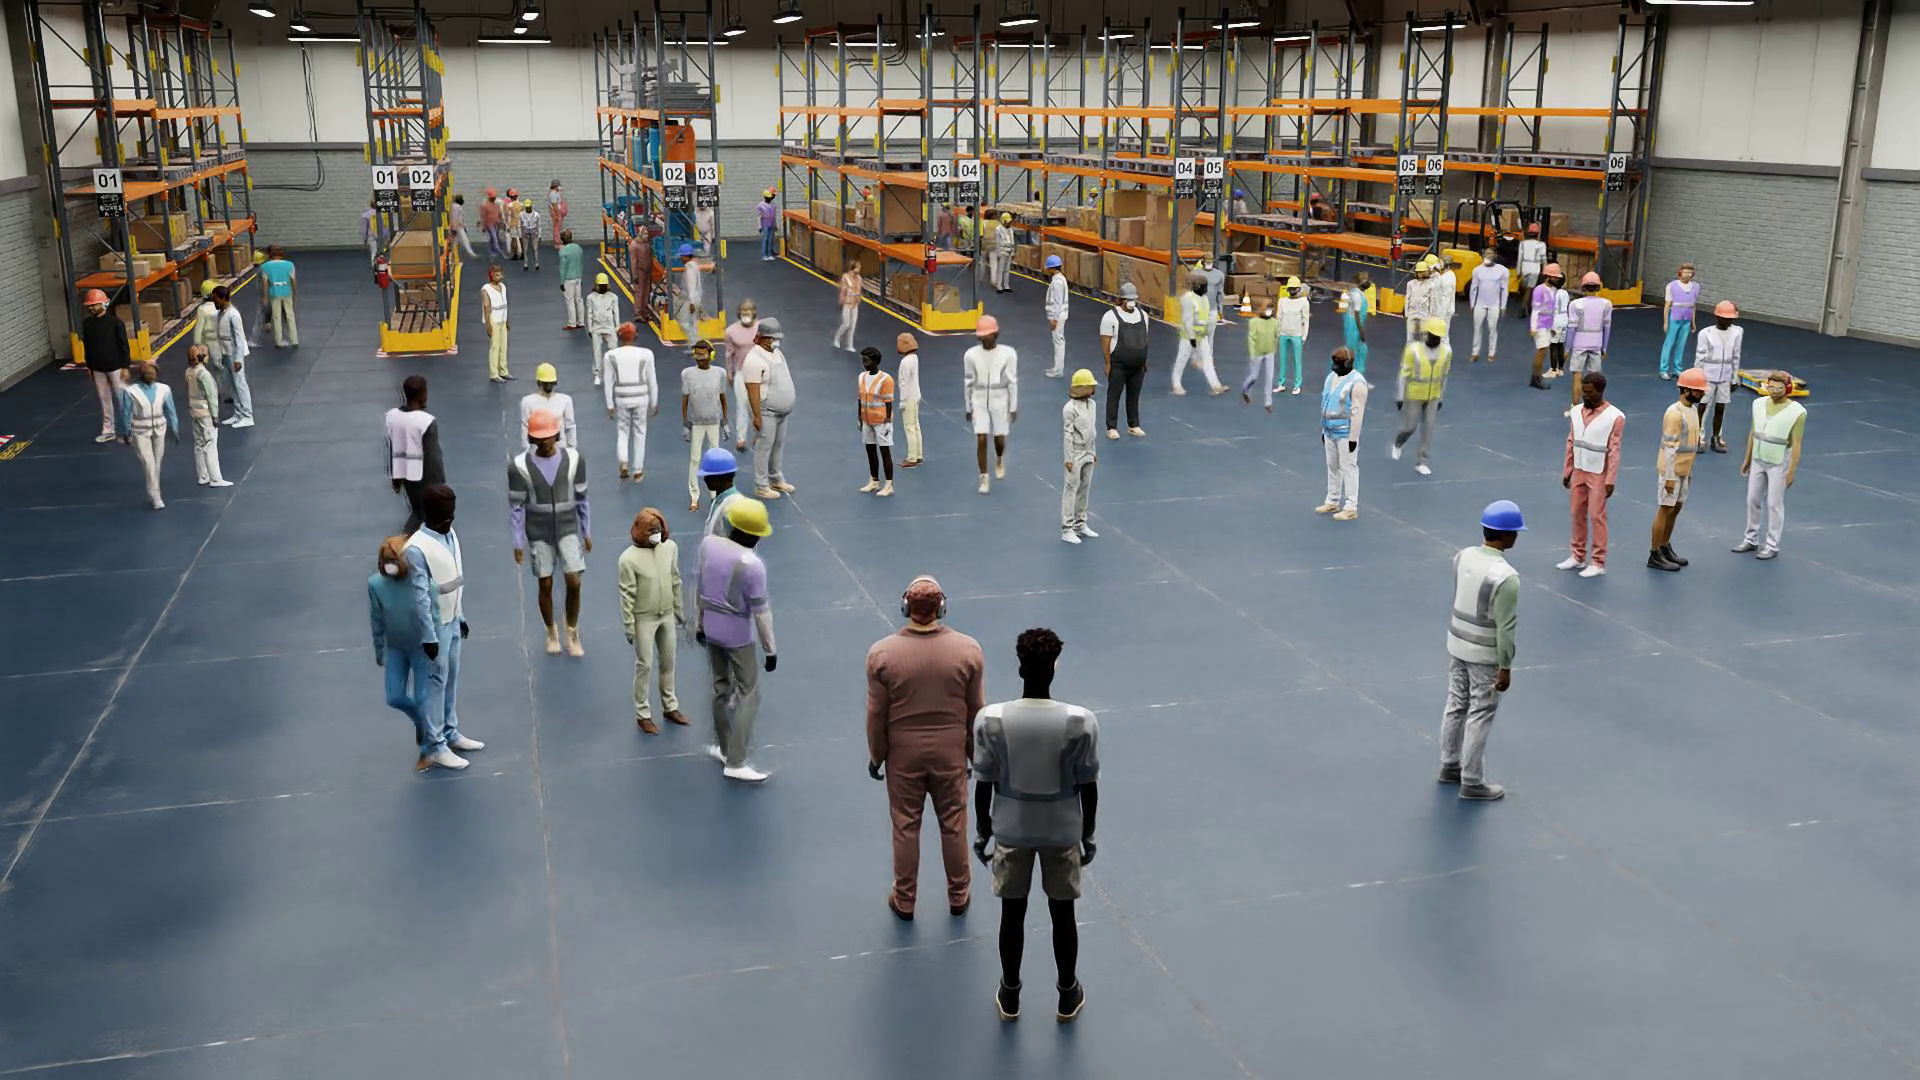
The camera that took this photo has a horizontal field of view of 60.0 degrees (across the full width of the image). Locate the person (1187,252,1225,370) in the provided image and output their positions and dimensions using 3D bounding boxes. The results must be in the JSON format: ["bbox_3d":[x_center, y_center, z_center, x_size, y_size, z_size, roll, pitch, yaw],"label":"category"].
[{"bbox_3d":[4.025,-3.761,27.292,0.627,1.936,0.371,-2,15,-7],"label":"person"}]

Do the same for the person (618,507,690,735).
[{"bbox_3d":[-2.148,0.556,11.645,0.284,1.624,0.508,13,19,40],"label":"person"}]

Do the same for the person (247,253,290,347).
[{"bbox_3d":[-12.418,-4.263,29.648,0.491,1.689,0.855,9,18,32],"label":"person"}]

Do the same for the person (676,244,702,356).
[{"bbox_3d":[-4.694,-4.139,28.710,0.478,1.929,0.650,-2,15,-7],"label":"person"}]

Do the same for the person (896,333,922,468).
[{"bbox_3d":[-0.618,-1.688,20.088,0.283,1.624,0.494,3,15,11],"label":"person"}]

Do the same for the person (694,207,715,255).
[{"bbox_3d":[-6.588,-7.833,42.693,0.663,1.890,0.582,0,15,2],"label":"person"}]

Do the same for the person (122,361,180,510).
[{"bbox_3d":[-8.711,-1.124,17.988,0.802,1.596,0.535,13,19,39],"label":"person"}]

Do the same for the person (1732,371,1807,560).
[{"bbox_3d":[7.862,-0.733,16.092,0.402,1.833,0.575,-7,16,-24],"label":"person"}]

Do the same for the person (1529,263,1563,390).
[{"bbox_3d":[8.971,-3.268,25.455,0.578,1.920,0.418,-13,20,-41],"label":"person"}]

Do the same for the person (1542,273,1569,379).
[{"bbox_3d":[9.489,-3.416,26.468,0.321,1.690,0.533,13,20,41],"label":"person"}]

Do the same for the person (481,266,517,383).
[{"bbox_3d":[-7.275,-3.383,26.078,0.404,1.831,0.573,4,15,15],"label":"person"}]

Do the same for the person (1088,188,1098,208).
[{"bbox_3d":[4.019,-9.776,50.319,0.342,1.735,0.482,4,15,14],"label":"person"}]

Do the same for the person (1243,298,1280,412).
[{"bbox_3d":[4.298,-2.661,23.771,0.500,1.610,0.651,-4,15,-13],"label":"person"}]

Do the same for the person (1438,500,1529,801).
[{"bbox_3d":[3.325,0.696,10.528,0.428,1.940,0.600,-4,15,-15],"label":"person"}]

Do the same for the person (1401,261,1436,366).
[{"bbox_3d":[7.608,-3.741,27.587,0.487,1.744,0.296,7,17,25],"label":"person"}]

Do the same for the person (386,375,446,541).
[{"bbox_3d":[-5.011,-0.577,15.370,0.619,1.900,0.464,8,17,28],"label":"person"}]

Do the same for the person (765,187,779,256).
[{"bbox_3d":[-5.316,-8.975,46.923,0.388,1.930,0.547,5,16,19],"label":"person"}]

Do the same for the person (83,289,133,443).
[{"bbox_3d":[-10.997,-2.234,21.430,0.621,1.992,0.397,3,15,12],"label":"person"}]

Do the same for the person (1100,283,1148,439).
[{"bbox_3d":[2.201,-2.347,21.770,0.688,2.000,0.539,-7,16,-25],"label":"person"}]

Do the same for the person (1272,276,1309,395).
[{"bbox_3d":[4.986,-3.082,25.056,0.532,1.772,0.300,10,18,33],"label":"person"}]

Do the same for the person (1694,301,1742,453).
[{"bbox_3d":[9.467,-2.030,20.800,0.559,1.928,0.400,0,15,-1],"label":"person"}]

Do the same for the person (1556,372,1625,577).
[{"bbox_3d":[5.900,-0.624,15.546,0.398,1.908,0.598,-8,17,-26],"label":"person"}]

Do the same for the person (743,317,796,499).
[{"bbox_3d":[-2.098,-1.484,18.523,0.536,2.000,0.686,5,16,19],"label":"person"}]

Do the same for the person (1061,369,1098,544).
[{"bbox_3d":[1.225,-0.847,16.692,0.301,1.743,0.493,12,19,37],"label":"person"}]

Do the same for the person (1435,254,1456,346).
[{"bbox_3d":[7.788,-3.642,26.835,0.369,1.940,0.631,4,15,16],"label":"person"}]

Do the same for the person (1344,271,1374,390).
[{"bbox_3d":[6.079,-3.208,25.463,0.595,1.800,0.547,9,17,30],"label":"person"}]

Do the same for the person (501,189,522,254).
[{"bbox_3d":[-12.811,-9.097,47.555,0.627,1.840,0.429,-1,15,-2],"label":"person"}]

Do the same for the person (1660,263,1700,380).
[{"bbox_3d":[11.378,-3.455,26.319,0.565,1.841,0.387,-3,15,-12],"label":"person"}]

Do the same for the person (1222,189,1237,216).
[{"bbox_3d":[7.521,-8.780,46.161,0.603,1.944,0.391,8,17,28],"label":"person"}]

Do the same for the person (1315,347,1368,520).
[{"bbox_3d":[4.031,-1.132,17.612,0.430,1.833,0.622,-6,16,-21],"label":"person"}]

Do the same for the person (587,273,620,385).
[{"bbox_3d":[-5.542,-3.283,25.881,0.486,1.737,0.320,-3,15,-11],"label":"person"}]

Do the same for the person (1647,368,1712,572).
[{"bbox_3d":[6.780,-0.661,15.654,0.390,1.929,0.540,14,20,43],"label":"person"}]

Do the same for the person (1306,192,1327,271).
[{"bbox_3d":[9.171,-7.959,42.948,0.615,2.019,0.922,-6,16,-20],"label":"person"}]

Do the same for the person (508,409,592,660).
[{"bbox_3d":[-3.203,-0.027,13.079,0.637,2.017,0.711,-5,16,-20],"label":"person"}]

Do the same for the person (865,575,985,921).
[{"bbox_3d":[-0.190,1.122,8.973,0.642,1.909,0.399,-2,15,-7],"label":"person"}]

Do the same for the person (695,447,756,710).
[{"bbox_3d":[-1.689,0.273,12.117,0.422,1.937,0.612,-4,15,-14],"label":"person"}]

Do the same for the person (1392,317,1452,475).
[{"bbox_3d":[5.500,-1.749,19.815,0.600,1.892,0.703,-2,15,-9],"label":"person"}]

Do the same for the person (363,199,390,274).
[{"bbox_3d":[-14.715,-7.651,41.985,0.637,1.913,0.847,-4,15,-14],"label":"person"}]

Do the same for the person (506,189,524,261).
[{"bbox_3d":[-12.208,-8.655,45.704,0.355,1.938,0.545,13,20,41],"label":"person"}]
